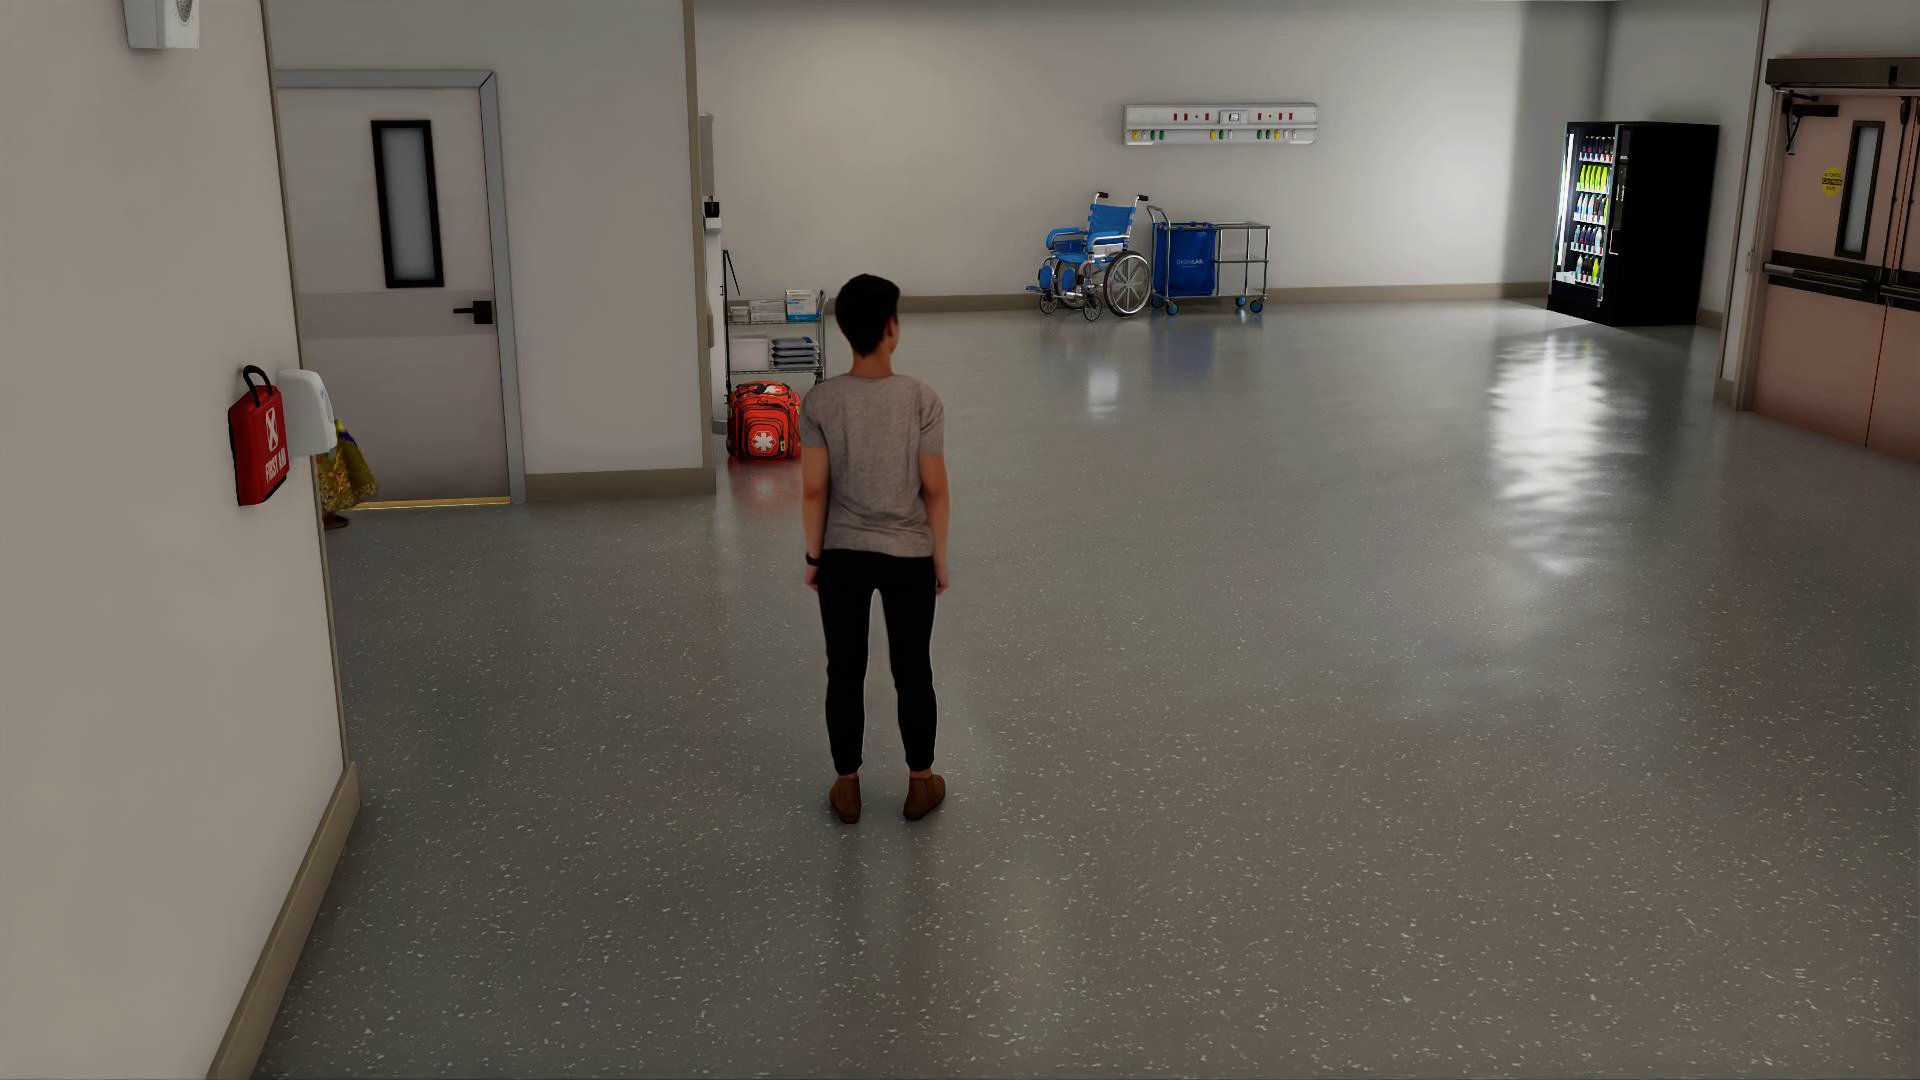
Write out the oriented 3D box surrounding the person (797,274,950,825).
[{"bbox_3d":[-0.266,0.038,5.177,0.646,1.717,0.582,0,16,1],"label":"person"}]
